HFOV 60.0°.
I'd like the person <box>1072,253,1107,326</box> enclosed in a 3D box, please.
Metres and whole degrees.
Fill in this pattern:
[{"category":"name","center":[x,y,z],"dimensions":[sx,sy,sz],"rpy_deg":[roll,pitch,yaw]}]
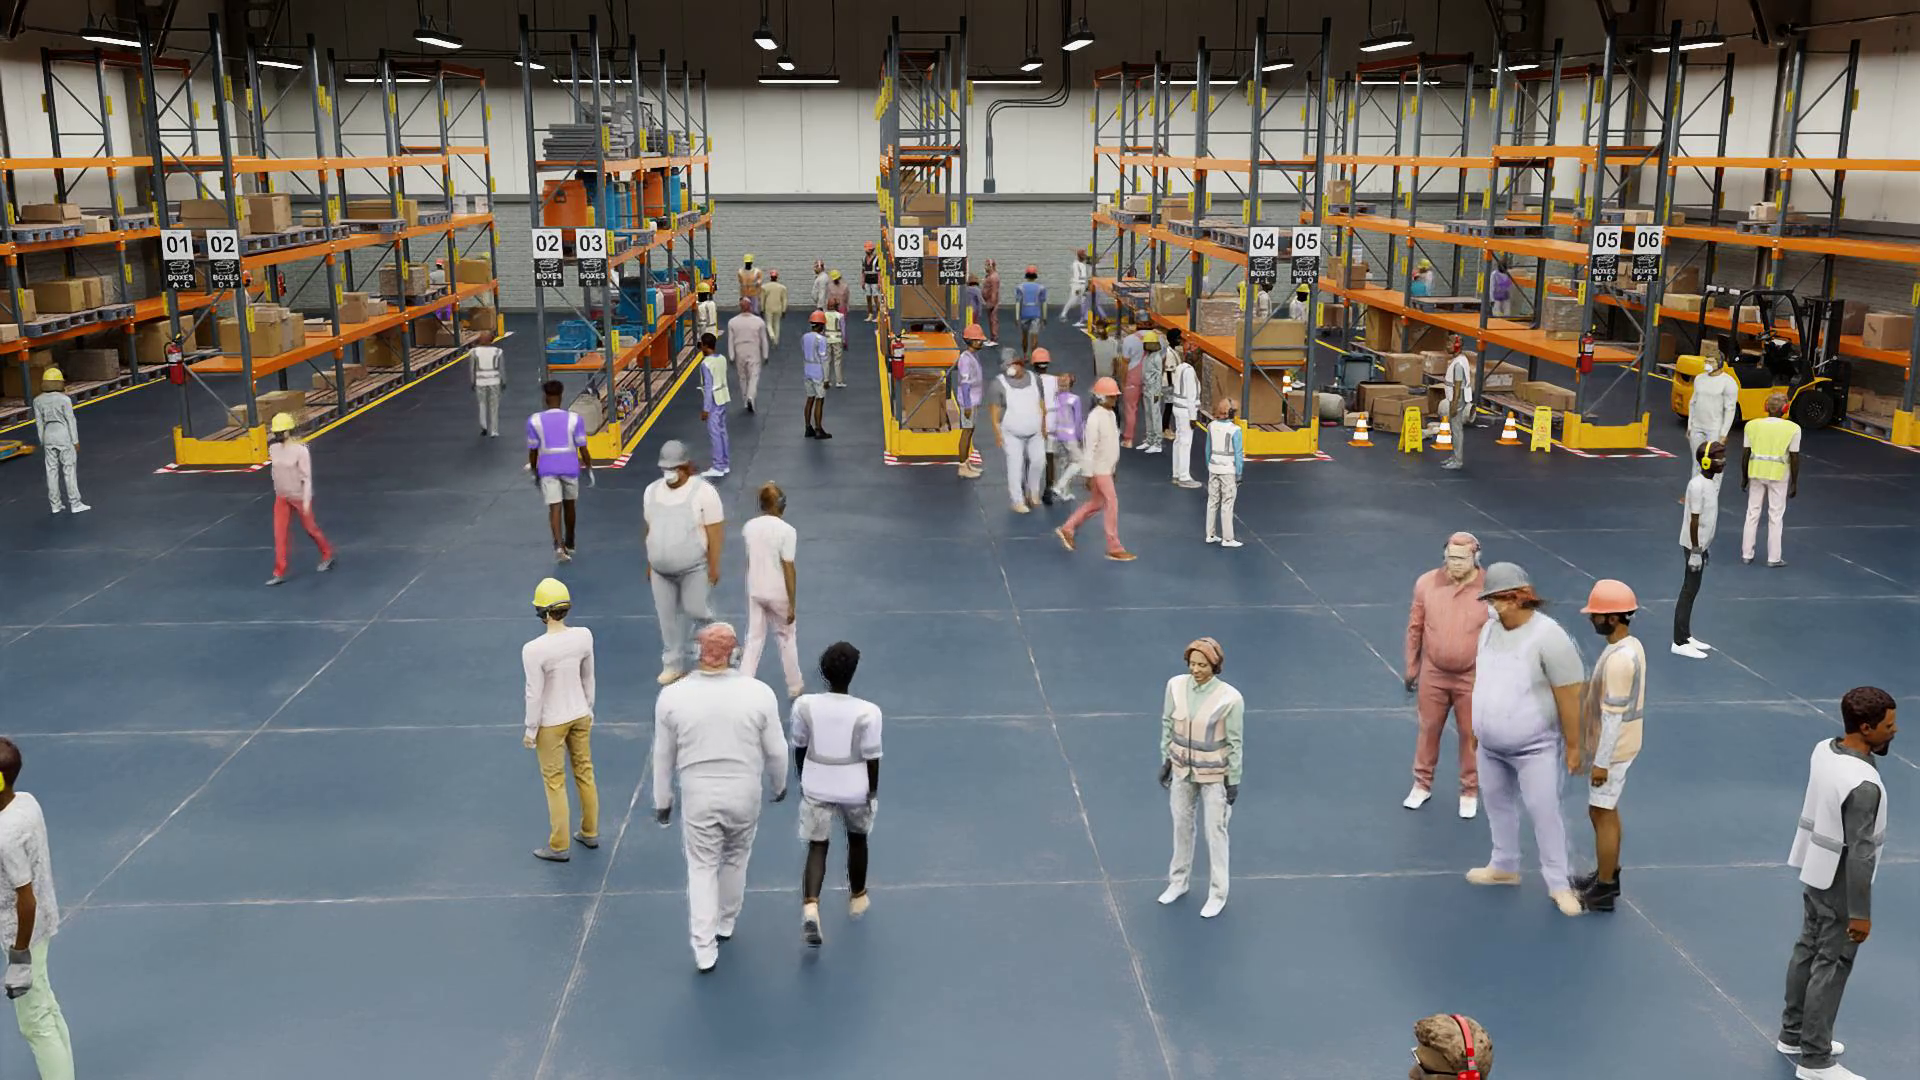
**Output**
[{"category":"person","center":[3.248,-6.098,40.583],"dimensions":[0.897,1.827,0.513],"rpy_deg":[-1,13,-3]}]

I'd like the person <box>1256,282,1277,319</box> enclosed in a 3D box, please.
[{"category":"person","center":[5.719,-3.995,31.219],"dimensions":[0.413,2.036,0.606],"rpy_deg":[2,13,7]}]

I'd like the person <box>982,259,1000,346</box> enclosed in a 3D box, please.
[{"category":"person","center":[0.677,-5.245,36.774],"dimensions":[0.399,1.909,0.642],"rpy_deg":[0,13,-2]}]

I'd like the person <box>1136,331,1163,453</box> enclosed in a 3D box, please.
[{"category":"person","center":[2.742,-2.129,23.924],"dimensions":[0.321,1.743,0.488],"rpy_deg":[-4,14,-16]}]

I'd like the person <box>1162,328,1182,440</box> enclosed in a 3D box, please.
[{"category":"person","center":[3.155,-2.335,24.923],"dimensions":[0.320,1.685,0.539],"rpy_deg":[3,14,13]}]

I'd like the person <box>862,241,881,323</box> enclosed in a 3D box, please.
[{"category":"person","center":[-2.233,-6.461,41.671],"dimensions":[0.613,2.031,0.402],"rpy_deg":[10,16,36]}]

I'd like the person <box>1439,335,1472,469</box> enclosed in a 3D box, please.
[{"category":"person","center":[6.783,-1.883,22.694],"dimensions":[0.393,1.836,0.561],"rpy_deg":[3,14,13]}]

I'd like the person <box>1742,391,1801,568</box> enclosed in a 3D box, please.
[{"category":"person","center":[8.424,-0.625,17.331],"dimensions":[0.564,1.847,0.390],"rpy_deg":[12,18,41]}]

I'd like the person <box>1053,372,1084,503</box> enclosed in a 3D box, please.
[{"category":"person","center":[1.308,-1.251,20.445],"dimensions":[0.484,1.626,0.553],"rpy_deg":[-11,17,-39]}]

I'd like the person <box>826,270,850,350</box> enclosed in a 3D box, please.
[{"category":"person","center":[-2.670,-5.055,36.368],"dimensions":[0.522,1.719,0.814],"rpy_deg":[-2,13,-7]}]

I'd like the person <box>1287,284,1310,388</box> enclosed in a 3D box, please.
[{"category":"person","center":[6.190,-3.754,30.411],"dimensions":[0.384,1.928,0.588],"rpy_deg":[8,15,30]}]

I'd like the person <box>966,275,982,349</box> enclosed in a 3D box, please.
[{"category":"person","center":[0.235,-4.939,36.098],"dimensions":[0.539,1.620,0.346],"rpy_deg":[11,17,38]}]

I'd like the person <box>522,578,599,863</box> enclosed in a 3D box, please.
[{"category":"person","center":[-2.463,1.097,10.208],"dimensions":[0.313,1.767,0.534],"rpy_deg":[10,16,35]}]

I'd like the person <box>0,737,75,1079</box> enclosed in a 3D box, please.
[{"category":"person","center":[-4.105,1.744,7.252],"dimensions":[0.314,1.866,0.535],"rpy_deg":[-6,15,-24]}]

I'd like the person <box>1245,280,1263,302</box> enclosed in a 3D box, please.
[{"category":"person","center":[6.937,-5.664,39.122],"dimensions":[0.522,1.640,0.306],"rpy_deg":[2,13,7]}]

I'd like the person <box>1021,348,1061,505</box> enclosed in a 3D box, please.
[{"category":"person","center":[0.993,-1.429,20.621],"dimensions":[0.561,1.901,0.892],"rpy_deg":[-2,13,-9]}]

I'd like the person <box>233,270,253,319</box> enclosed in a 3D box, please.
[{"category":"person","center":[-13.917,-4.256,32.420],"dimensions":[0.404,1.991,0.625],"rpy_deg":[-10,16,-36]}]

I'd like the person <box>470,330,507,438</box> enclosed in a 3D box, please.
[{"category":"person","center":[-7.129,-2.365,25.176],"dimensions":[0.540,1.623,0.424],"rpy_deg":[-2,13,-7]}]

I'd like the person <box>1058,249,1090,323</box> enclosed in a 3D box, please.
[{"category":"person","center":[2.924,-6.339,41.572],"dimensions":[0.989,1.842,0.586],"rpy_deg":[8,16,31]}]

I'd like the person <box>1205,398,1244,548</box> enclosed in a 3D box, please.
[{"category":"person","center":[2.901,-0.739,18.258],"dimensions":[0.310,1.638,0.523],"rpy_deg":[-10,16,-35]}]

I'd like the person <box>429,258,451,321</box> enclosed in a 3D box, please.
[{"category":"person","center":[-12.300,-5.807,39.491],"dimensions":[0.573,1.746,0.338],"rpy_deg":[-4,14,-18]}]

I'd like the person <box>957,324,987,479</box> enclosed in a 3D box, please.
[{"category":"person","center":[0.165,-1.842,22.064],"dimensions":[0.394,2.041,0.612],"rpy_deg":[2,13,10]}]

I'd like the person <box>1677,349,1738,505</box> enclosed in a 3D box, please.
[{"category":"person","center":[9.082,-1.343,20.179],"dimensions":[0.372,1.940,0.630],"rpy_deg":[-6,15,-24]}]

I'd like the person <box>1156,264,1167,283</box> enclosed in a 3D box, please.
[{"category":"person","center":[4.774,-5.734,39.450],"dimensions":[0.277,1.627,0.502],"rpy_deg":[-1,13,-4]}]

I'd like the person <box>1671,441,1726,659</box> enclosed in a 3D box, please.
[{"category":"person","center":[6.382,0.069,14.337],"dimensions":[0.328,1.873,0.521],"rpy_deg":[8,15,29]}]

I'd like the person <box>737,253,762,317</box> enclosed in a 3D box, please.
[{"category":"person","center":[-4.914,-5.782,39.063],"dimensions":[0.585,1.908,0.639],"rpy_deg":[2,13,8]}]

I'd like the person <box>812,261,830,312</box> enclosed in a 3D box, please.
[{"category":"person","center":[-3.052,-5.177,36.518],"dimensions":[0.397,1.900,0.635],"rpy_deg":[-1,13,-5]}]

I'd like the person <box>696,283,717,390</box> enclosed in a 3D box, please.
[{"category":"person","center":[-4.602,-3.688,30.134],"dimensions":[0.368,1.928,0.585],"rpy_deg":[3,14,14]}]

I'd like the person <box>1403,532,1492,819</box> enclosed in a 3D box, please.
[{"category":"person","center":[3.225,0.873,10.861],"dimensions":[0.651,1.904,0.403],"rpy_deg":[7,15,27]}]

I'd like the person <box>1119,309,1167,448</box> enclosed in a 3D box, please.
[{"category":"person","center":[2.640,-2.362,24.275],"dimensions":[0.687,2.000,0.536],"rpy_deg":[-4,14,-18]}]
